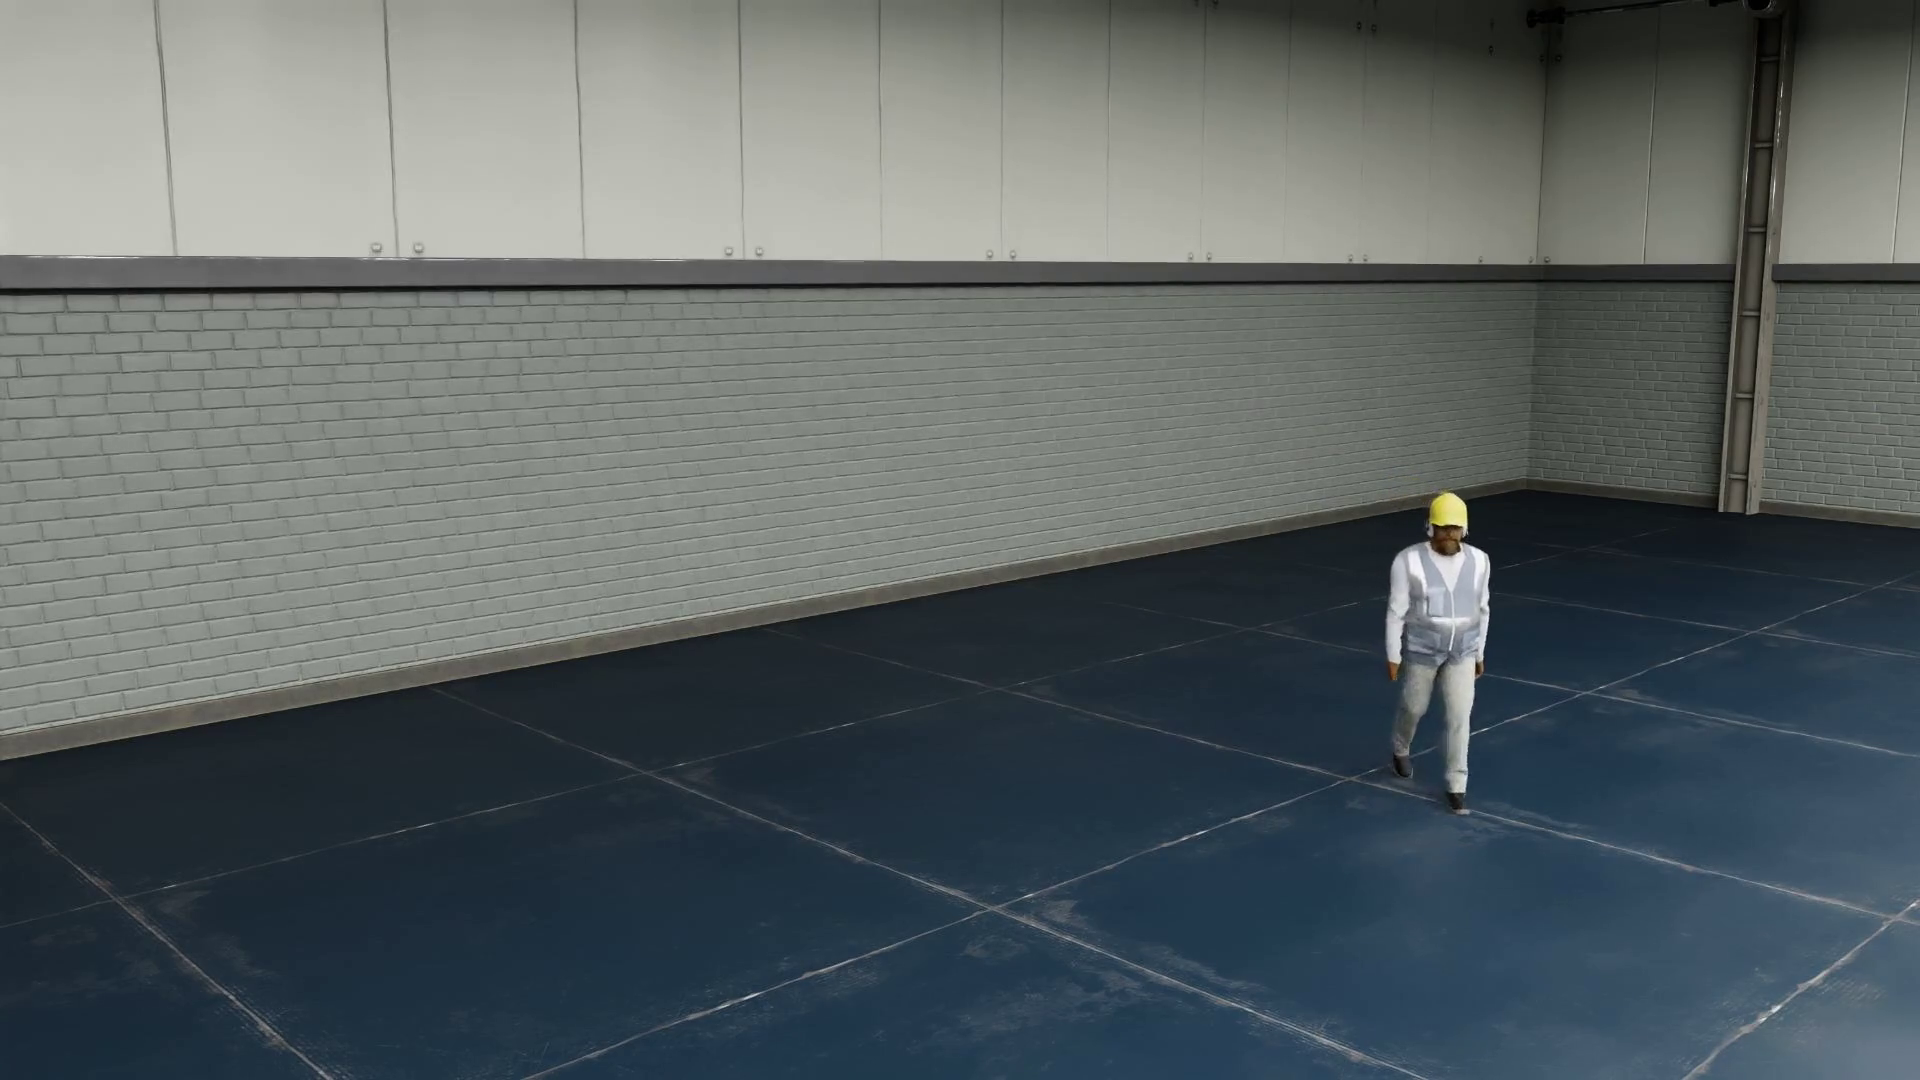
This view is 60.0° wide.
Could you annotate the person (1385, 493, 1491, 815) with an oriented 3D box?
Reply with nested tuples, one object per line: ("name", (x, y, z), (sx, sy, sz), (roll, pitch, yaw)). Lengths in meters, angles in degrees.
("person", (2.739, 0.602, 9.601), (0.604, 1.803, 0.866), (0, 9, -2))
